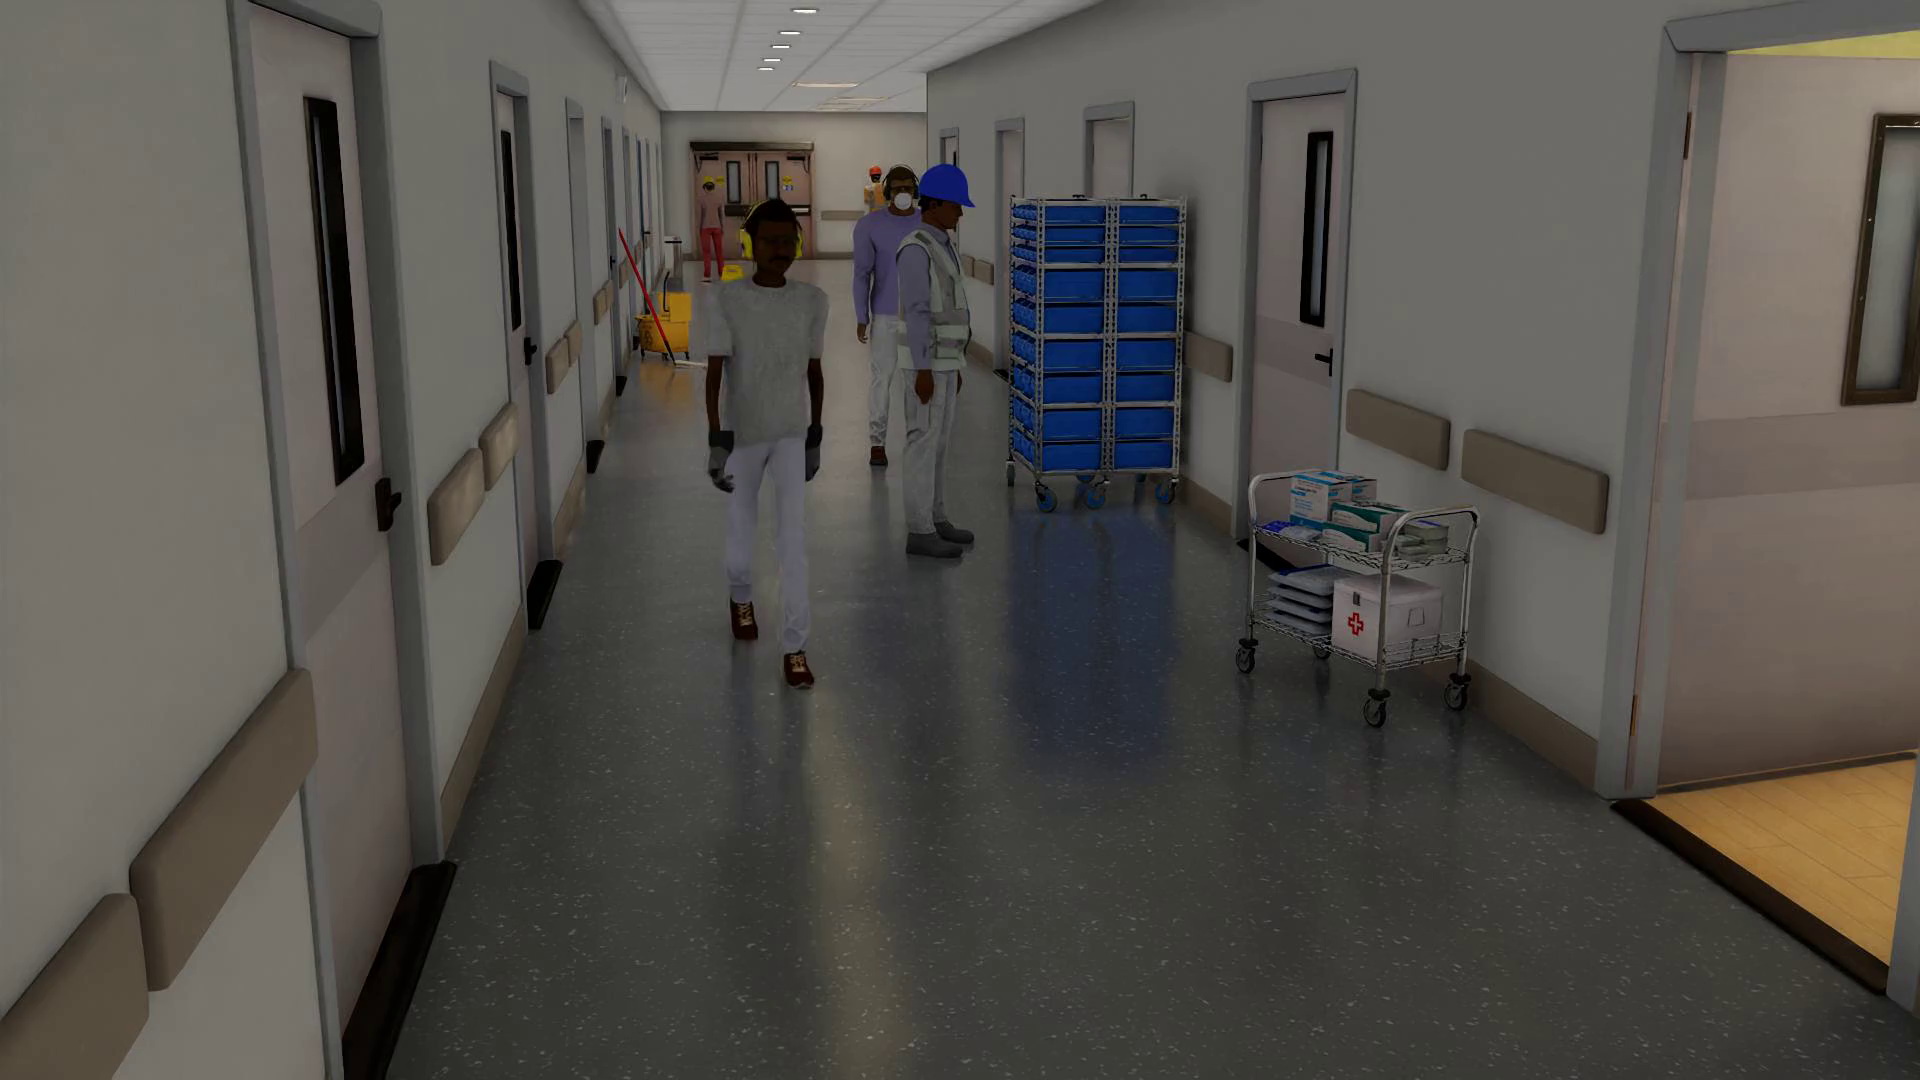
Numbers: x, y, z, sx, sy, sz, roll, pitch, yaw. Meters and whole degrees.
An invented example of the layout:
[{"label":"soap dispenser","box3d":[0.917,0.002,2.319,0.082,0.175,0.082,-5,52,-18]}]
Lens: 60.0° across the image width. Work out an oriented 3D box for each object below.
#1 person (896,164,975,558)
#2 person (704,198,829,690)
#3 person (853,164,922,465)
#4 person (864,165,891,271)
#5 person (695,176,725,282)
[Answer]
[{"label":"person","box3d":[-0.122,-0.893,8.340,0.395,1.940,0.601,3,13,13]},{"label":"person","box3d":[-0.762,-0.414,6.493,0.512,1.826,0.991,-3,13,-13]},{"label":"person","box3d":[-0.383,-1.457,10.846,0.635,1.937,0.353,-4,13,-16]},{"label":"person","box3d":[-1.542,-5.944,30.779,0.544,1.938,0.355,-7,15,-29]},{"label":"person","box3d":[-4.208,-5.225,27.970,0.533,1.767,0.327,-7,15,-30]}]
